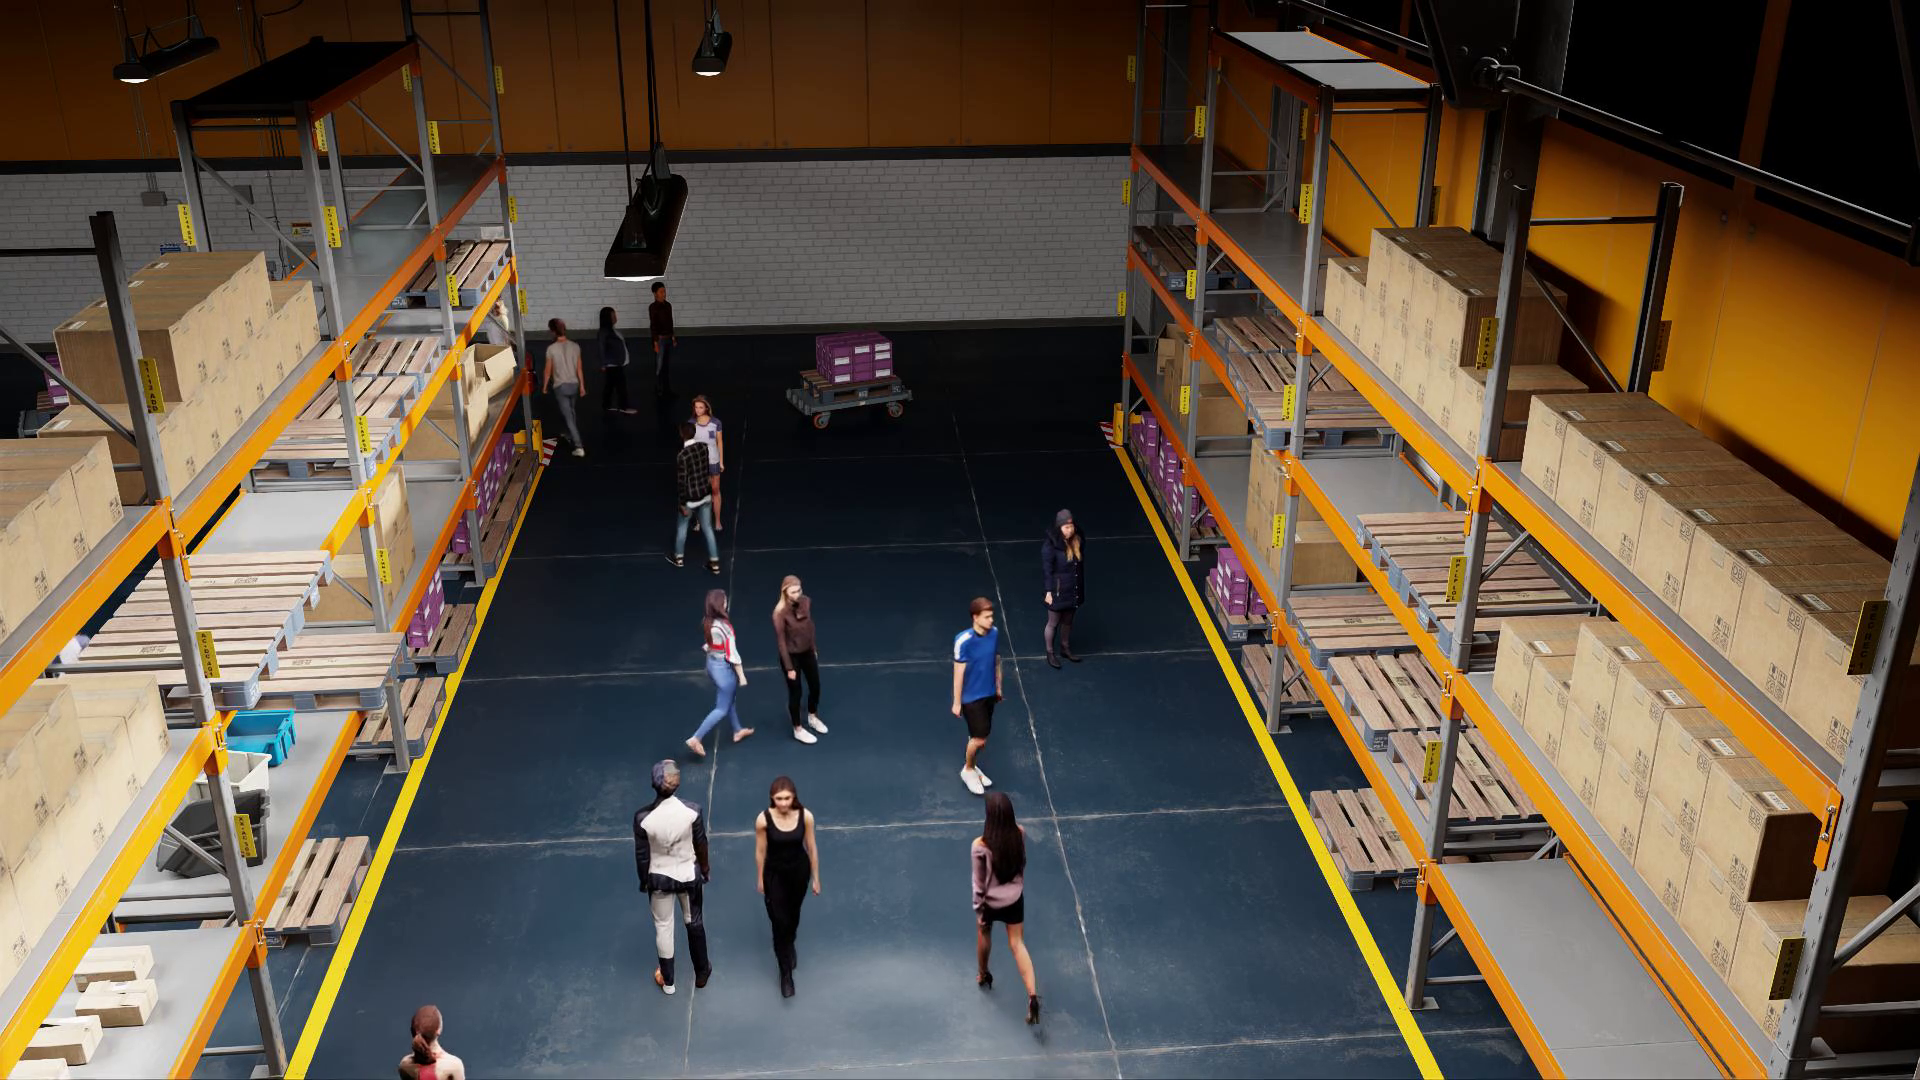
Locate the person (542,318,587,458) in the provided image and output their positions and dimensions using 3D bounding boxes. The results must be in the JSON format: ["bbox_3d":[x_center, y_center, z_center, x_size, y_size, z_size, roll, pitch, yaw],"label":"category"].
[{"bbox_3d":[-5.245,-1.996,22.277,1.090,1.841,1.237,-19,30,-36],"label":"person"}]

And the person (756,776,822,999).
[{"bbox_3d":[-1.294,2.447,12.329,0.700,1.668,0.972,-6,24,-13],"label":"person"}]

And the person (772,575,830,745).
[{"bbox_3d":[-1.554,1.071,15.446,0.787,1.694,0.743,19,30,36],"label":"person"}]

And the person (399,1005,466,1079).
[{"bbox_3d":[-3.067,3.549,9.756,0.648,1.710,1.117,0,24,1],"label":"person"}]

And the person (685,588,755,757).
[{"bbox_3d":[-2.243,1.221,15.229,1.016,1.593,1.038,-16,28,-33],"label":"person"}]

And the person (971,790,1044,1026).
[{"bbox_3d":[0.343,2.622,11.791,0.845,1.779,1.152,-10,26,-22],"label":"person"}]

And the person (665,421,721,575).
[{"bbox_3d":[-2.928,-0.458,18.825,1.125,1.790,1.047,20,30,38],"label":"person"}]

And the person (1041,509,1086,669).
[{"bbox_3d":[1.038,0.474,16.835,0.794,1.674,0.824,-16,28,-32],"label":"person"}]

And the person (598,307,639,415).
[{"bbox_3d":[-5.078,-2.565,23.908,0.716,1.578,0.682,-3,24,-6],"label":"person"}]

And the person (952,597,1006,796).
[{"bbox_3d":[0.085,1.320,14.675,0.855,1.856,0.804,21,31,39],"label":"person"}]

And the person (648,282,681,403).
[{"bbox_3d":[-4.394,-2.937,24.503,0.779,1.782,0.657,12,26,25],"label":"person"}]

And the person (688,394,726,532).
[{"bbox_3d":[-3.055,-0.940,20.000,0.591,1.730,0.538,-1,24,-3],"label":"person"}]

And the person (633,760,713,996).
[{"bbox_3d":[-2.074,2.442,12.062,0.715,1.893,0.645,-6,24,-14],"label":"person"}]
